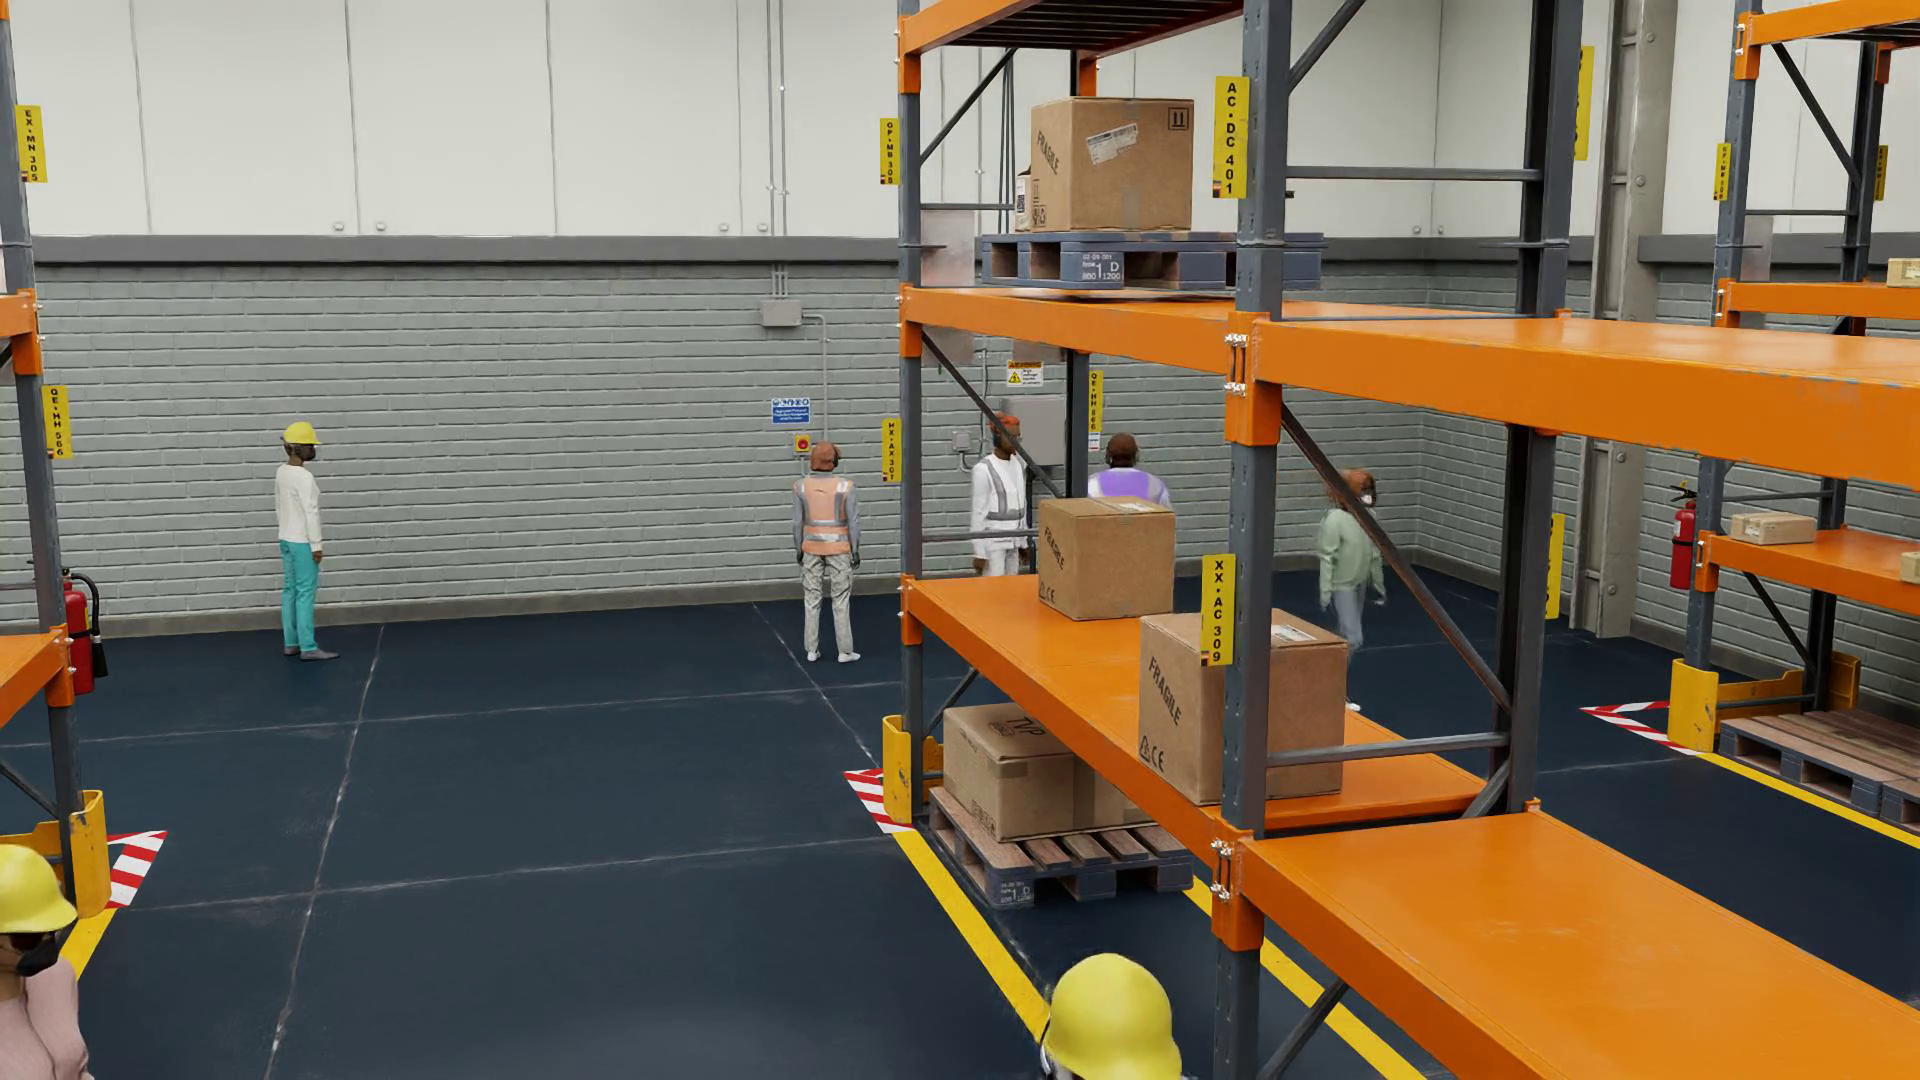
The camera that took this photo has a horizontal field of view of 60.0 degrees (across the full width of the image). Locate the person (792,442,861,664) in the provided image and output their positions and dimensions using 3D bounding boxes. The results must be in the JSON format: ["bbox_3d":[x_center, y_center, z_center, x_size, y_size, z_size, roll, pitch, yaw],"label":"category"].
[{"bbox_3d":[-0.973,0.099,12.158,0.514,1.639,0.309,3,10,14],"label":"person"}]

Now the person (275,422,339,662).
[{"bbox_3d":[-4.855,0.011,12.298,0.328,1.765,0.528,-10,14,-44],"label":"person"}]

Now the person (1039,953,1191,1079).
[{"bbox_3d":[0.289,1.621,3.007,0.605,1.806,0.686,-4,11,-23],"label":"person"}]

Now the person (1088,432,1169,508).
[{"bbox_3d":[1.054,0.193,11.116,0.662,1.820,0.608,-1,10,-6],"label":"person"}]

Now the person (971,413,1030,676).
[{"bbox_3d":[0.303,0.034,11.847,0.382,1.876,0.581,6,12,31],"label":"person"}]

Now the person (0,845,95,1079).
[{"bbox_3d":[-2.083,1.523,3.716,0.348,1.759,0.518,0,10,1],"label":"person"}]

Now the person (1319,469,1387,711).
[{"bbox_3d":[2.560,0.337,10.833,0.514,1.616,0.414,-10,14,-44],"label":"person"}]
